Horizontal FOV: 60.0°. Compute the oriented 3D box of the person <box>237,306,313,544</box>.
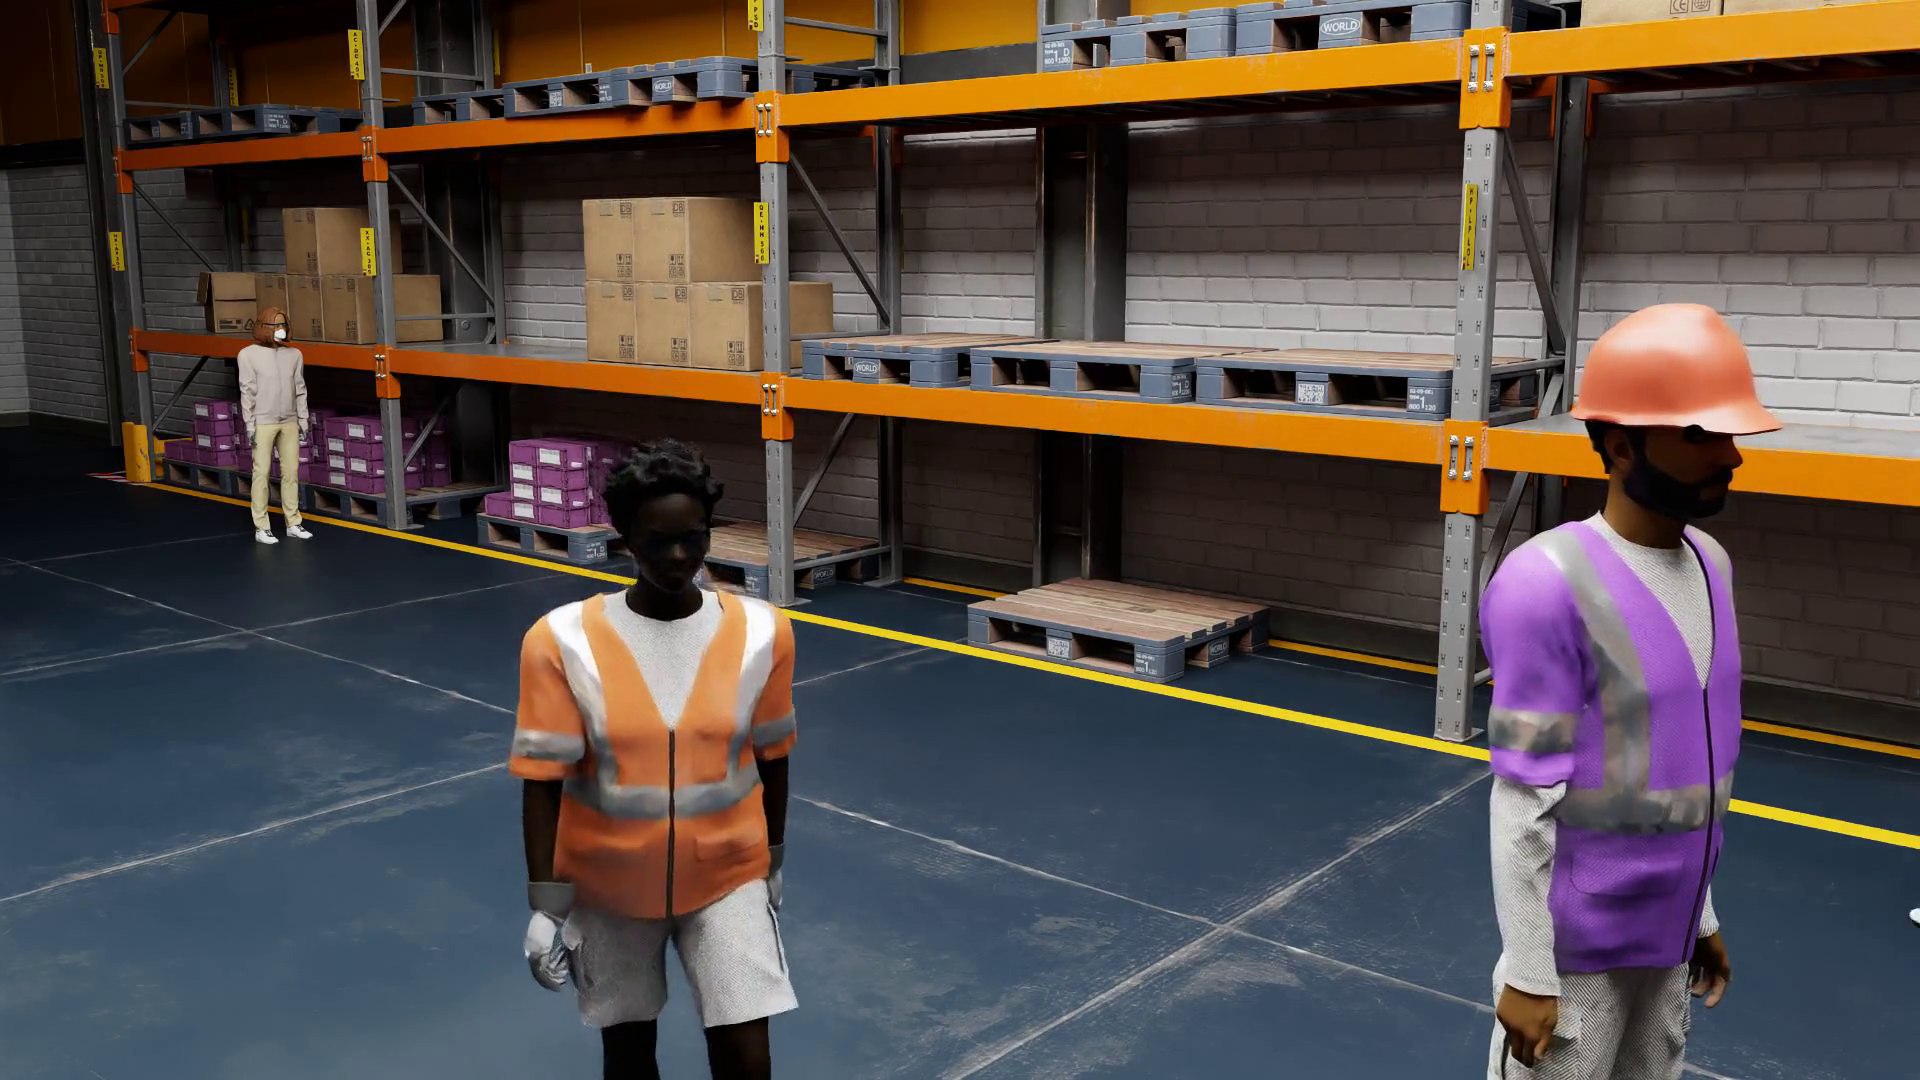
[{"bbox_3d":[-4.720,-0.792,11.474,0.277,1.629,0.497,7,12,35],"label":"person"}]

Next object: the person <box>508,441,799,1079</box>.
[{"bbox_3d":[-0.526,0.669,3.020,0.543,1.674,0.750,-3,10,-15],"label":"person"}]

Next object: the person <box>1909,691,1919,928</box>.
[{"bbox_3d":[2.858,0.278,4.615,0.687,1.885,0.575,-9,14,-43],"label":"person"}]

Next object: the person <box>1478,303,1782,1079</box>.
[{"bbox_3d":[1.052,0.601,2.646,0.542,1.939,0.362,-7,12,-36],"label":"person"}]
